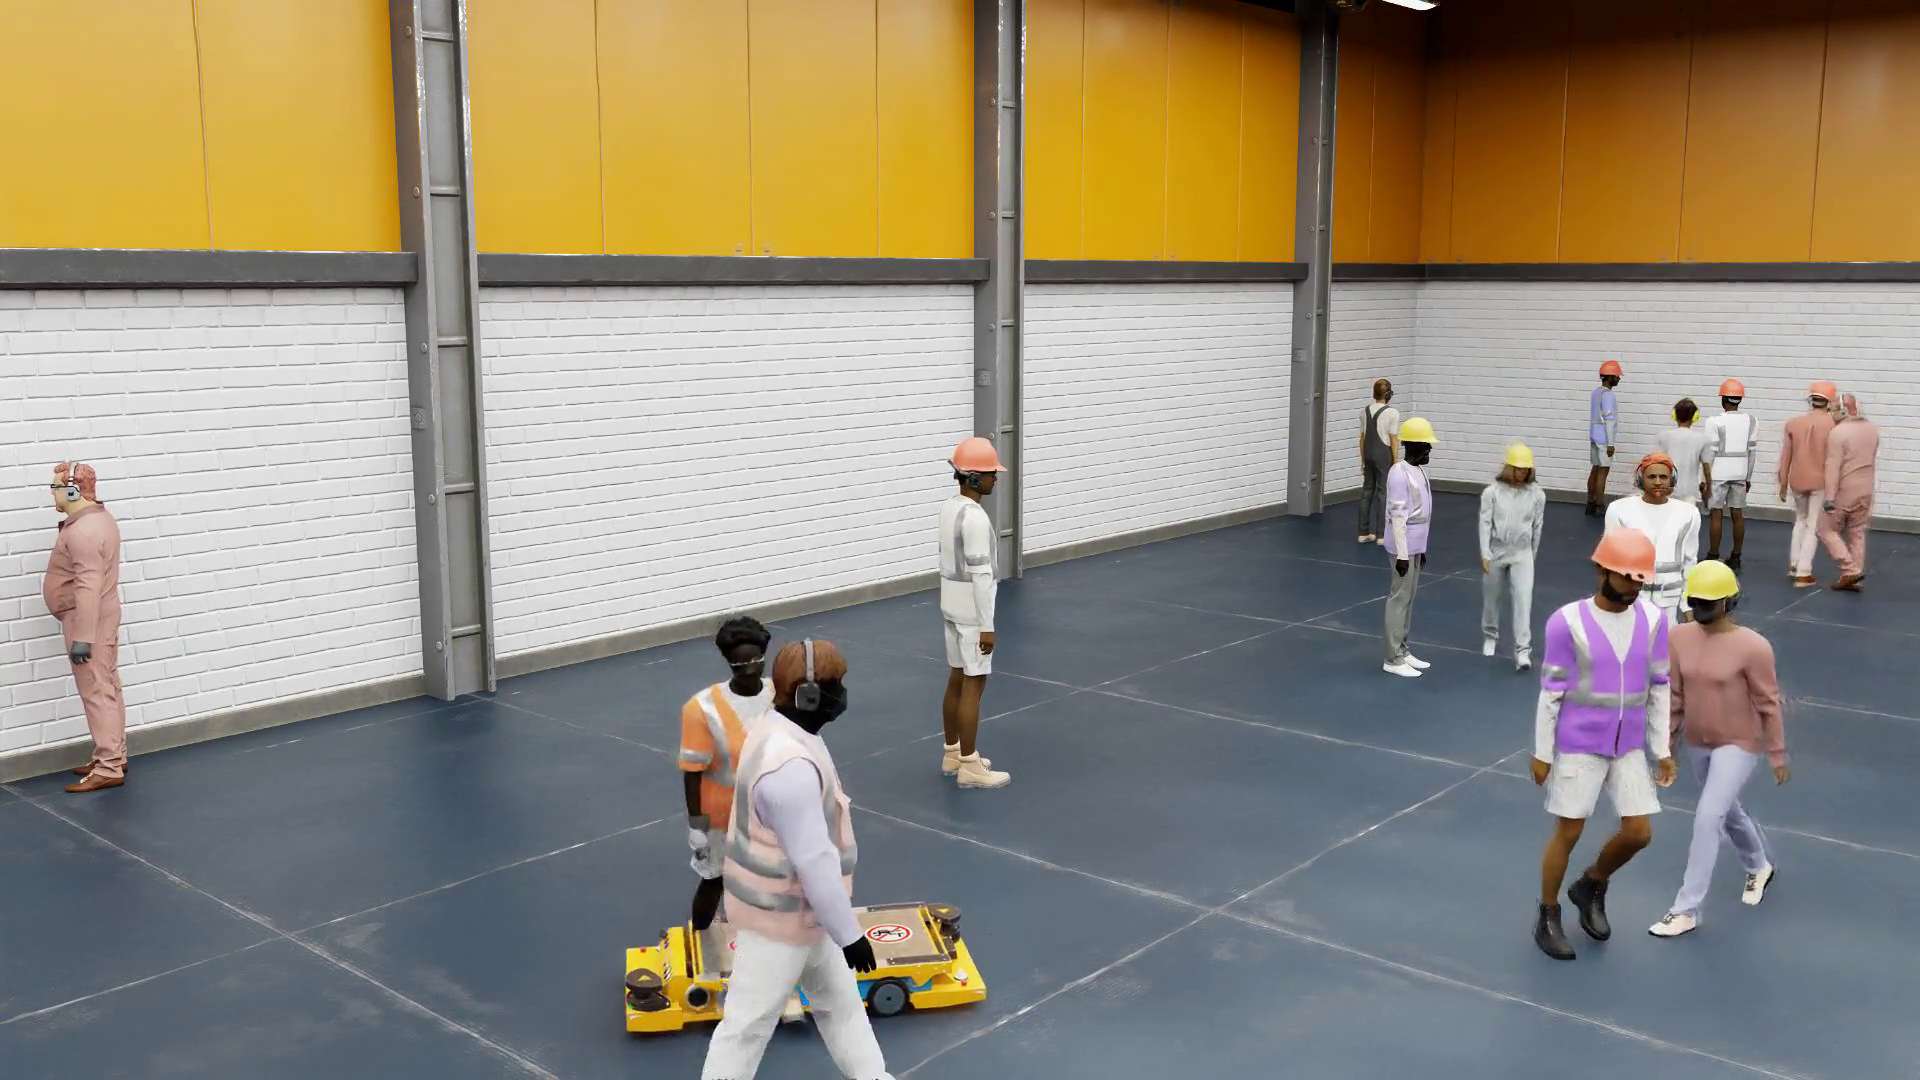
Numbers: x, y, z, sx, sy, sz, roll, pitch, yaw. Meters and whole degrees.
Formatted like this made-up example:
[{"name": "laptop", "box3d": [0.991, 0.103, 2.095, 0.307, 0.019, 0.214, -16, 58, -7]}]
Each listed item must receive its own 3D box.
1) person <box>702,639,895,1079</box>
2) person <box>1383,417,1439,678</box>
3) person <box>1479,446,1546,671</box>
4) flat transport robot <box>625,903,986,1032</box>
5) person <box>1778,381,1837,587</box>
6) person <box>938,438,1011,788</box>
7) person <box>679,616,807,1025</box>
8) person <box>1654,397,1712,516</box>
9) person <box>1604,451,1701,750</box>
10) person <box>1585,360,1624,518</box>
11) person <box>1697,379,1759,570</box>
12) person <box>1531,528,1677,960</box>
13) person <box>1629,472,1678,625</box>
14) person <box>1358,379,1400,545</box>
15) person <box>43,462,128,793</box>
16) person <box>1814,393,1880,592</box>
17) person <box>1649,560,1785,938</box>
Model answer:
[{"name": "person", "box3d": [-0.477, 1.219, 5.453, 0.972, 1.796, 0.620, 0, 9, -3]}, {"name": "person", "box3d": [3.358, 0.046, 12.424, 0.363, 1.928, 0.587, 5, 10, 27]}, {"name": "person", "box3d": [4.193, 0.124, 12.678, 0.486, 1.691, 0.956, 2, 9, 12]}, {"name": "flat transport robot", "box3d": [-0.657, 1.752, 6.899, 1.431, 0.197, 0.652, -2, 9, -11]}, {"name": "person", "box3d": [8.253, -0.541, 15.986, 0.705, 1.967, 0.629, -7, 11, -37]}, {"name": "person", "box3d": [0.084, 0.420, 9.714, 0.376, 2.042, 0.615, -3, 10, -18]}, {"name": "person", "box3d": [-0.882, 1.091, 6.730, 0.568, 1.642, 0.897, -5, 10, -27]}, {"name": "person", "box3d": [6.809, -0.425, 15.706, 0.531, 1.832, 0.921, 5, 10, 28]}, {"name": "person", "box3d": [4.313, 0.385, 10.437, 0.575, 1.882, 0.355, 2, 9, 11]}, {"name": "person", "box3d": [7.937, -1.235, 20.444, 0.364, 1.935, 0.548, 0, 9, 1]}, {"name": "person", "box3d": [7.738, -0.656, 16.800, 0.548, 1.938, 0.358, -1, 9, -6]}, {"name": "person", "box3d": [2.780, 0.884, 7.202, 0.564, 1.910, 0.448, -1, 9, -7]}, {"name": "person", "box3d": [5.223, 0.199, 12.525, 0.877, 1.584, 0.519, -4, 10, -24]}, {"name": "person", "box3d": [4.639, -0.860, 18.416, 0.342, 1.839, 0.501, -7, 11, -36]}, {"name": "person", "box3d": [-5.077, 0.497, 9.659, 0.409, 1.907, 0.651, -3, 10, -20]}, {"name": "person", "box3d": [8.297, -0.435, 15.573, 0.686, 1.881, 0.403, -4, 10, -26]}, {"name": "person", "box3d": [3.539, 0.916, 7.639, 0.927, 1.712, 0.552, -5, 10, -27]}]
